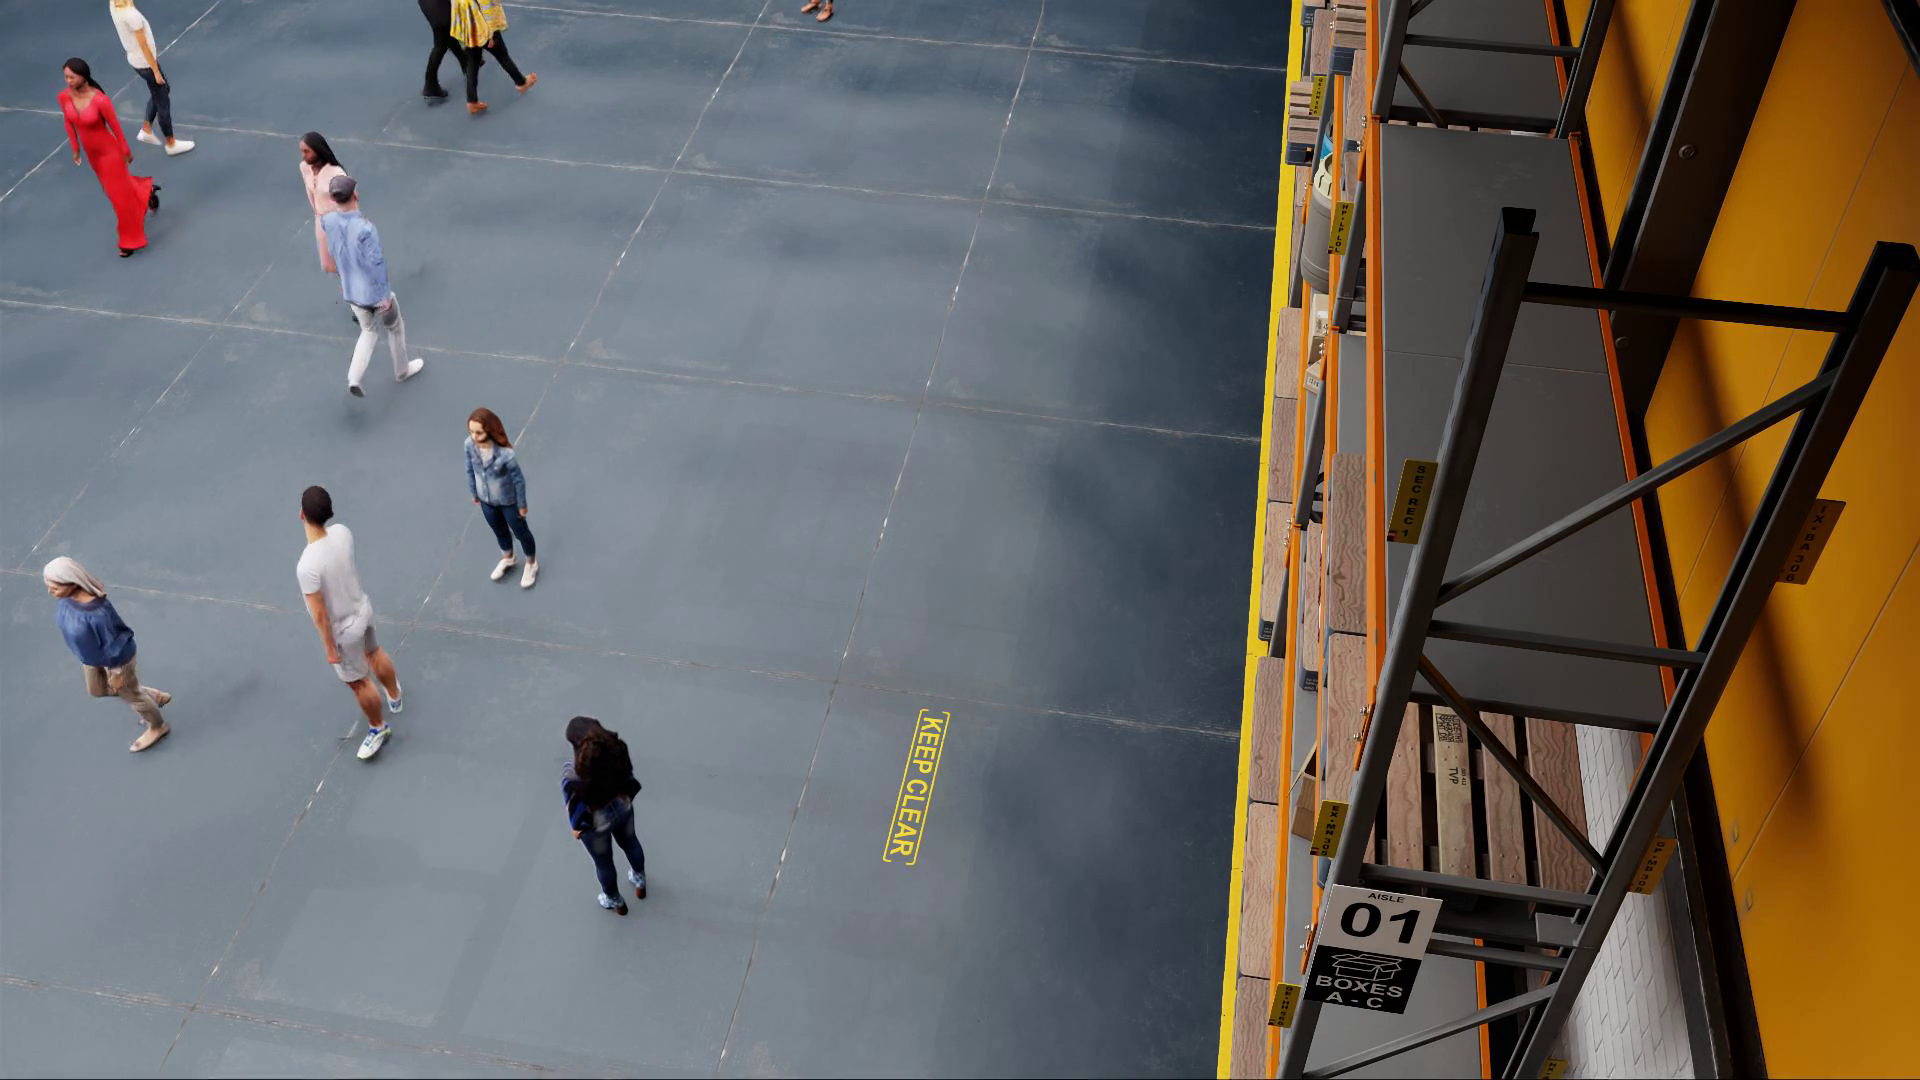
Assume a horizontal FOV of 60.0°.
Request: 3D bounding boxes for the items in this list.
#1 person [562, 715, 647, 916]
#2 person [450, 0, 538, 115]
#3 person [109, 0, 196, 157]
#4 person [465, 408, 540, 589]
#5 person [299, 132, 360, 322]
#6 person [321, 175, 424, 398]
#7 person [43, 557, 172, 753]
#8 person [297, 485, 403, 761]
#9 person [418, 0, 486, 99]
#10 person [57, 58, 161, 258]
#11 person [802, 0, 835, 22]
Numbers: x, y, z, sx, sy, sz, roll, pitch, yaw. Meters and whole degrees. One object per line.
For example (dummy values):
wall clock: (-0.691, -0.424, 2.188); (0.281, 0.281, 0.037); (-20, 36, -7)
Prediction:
person: (-1.982, 1.530, 9.292); (0.757, 1.610, 0.665); (34, 53, 31)
person: (-4.684, -4.854, 15.988); (0.971, 1.617, 1.145); (28, 50, 26)
person: (-7.590, -4.345, 15.320); (0.786, 1.800, 0.848); (35, 53, 31)
person: (-3.119, -0.302, 11.312); (0.596, 1.476, 0.538); (13, 45, 14)
person: (-4.986, -2.581, 13.534); (0.682, 1.711, 0.694); (17, 46, 17)
person: (-4.559, -1.872, 12.679); (0.779, 1.864, 1.007); (15, 46, 15)
person: (-5.108, 0.654, 10.168); (0.750, 1.680, 0.788); (33, 53, 30)
person: (-3.752, 0.535, 10.185); (0.916, 1.820, 0.478); (-3, 44, -3)
person: (-5.159, -5.168, 16.225); (0.961, 1.744, 1.219); (27, 50, 26)
person: (-7.305, -3.351, 14.316); (0.636, 1.758, 1.035); (9, 44, 9)
person: (-1.505, -6.429, 17.489); (0.692, 1.827, 0.716); (34, 53, 30)
